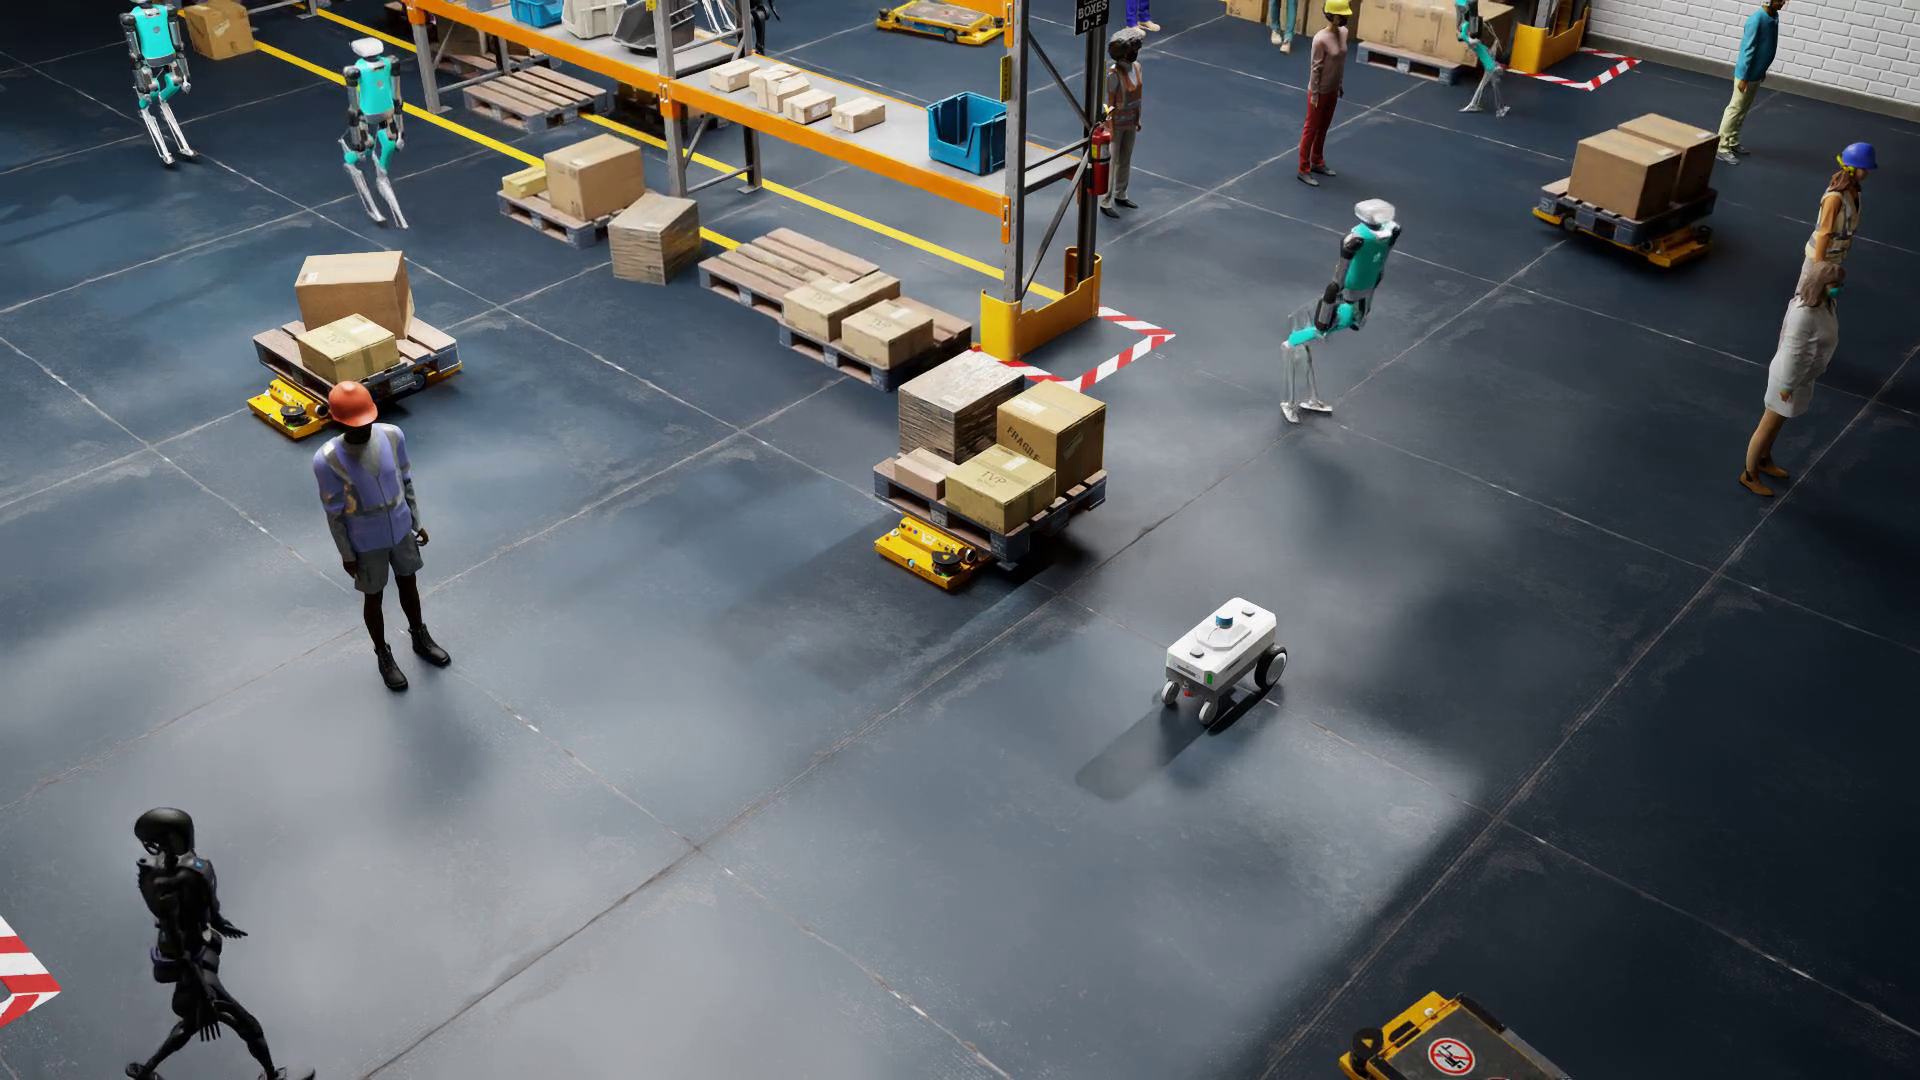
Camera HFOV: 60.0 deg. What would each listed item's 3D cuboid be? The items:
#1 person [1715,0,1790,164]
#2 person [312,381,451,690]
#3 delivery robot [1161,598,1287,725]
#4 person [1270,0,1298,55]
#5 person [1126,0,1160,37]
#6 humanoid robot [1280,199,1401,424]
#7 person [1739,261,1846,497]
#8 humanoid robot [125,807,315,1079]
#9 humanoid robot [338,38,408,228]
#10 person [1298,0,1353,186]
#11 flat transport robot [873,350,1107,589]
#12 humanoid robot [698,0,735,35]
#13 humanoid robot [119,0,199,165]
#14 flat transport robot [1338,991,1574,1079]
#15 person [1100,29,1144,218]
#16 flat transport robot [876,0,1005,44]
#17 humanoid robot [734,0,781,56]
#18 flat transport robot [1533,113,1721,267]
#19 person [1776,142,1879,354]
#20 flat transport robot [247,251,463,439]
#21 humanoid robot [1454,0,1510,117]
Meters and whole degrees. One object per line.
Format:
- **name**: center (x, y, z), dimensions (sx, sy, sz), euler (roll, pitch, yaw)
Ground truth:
- **person**: center (7.677, -4.544, 16.085), dimensions (0.325, 1.751, 0.562), euler (27, 43, 33)
- **person**: center (-3.269, -0.040, 9.401), dimensions (0.352, 1.938, 0.544), euler (27, 43, 33)
- **delivery robot**: center (1.506, 0.646, 9.597), dimensions (0.499, 0.566, 0.739), euler (27, 43, 33)
- **person**: center (3.690, -6.423, 18.762), dimensions (0.562, 1.809, 0.920), euler (4, 35, 6)
- **person**: center (2.154, -6.867, 19.251), dimensions (0.373, 1.985, 0.508), euler (27, 43, 33)
- **humanoid robot**: center (2.626, -1.678, 11.930), dimensions (0.593, 1.746, 0.797), euler (-24, 41, -30)
- **person**: center (5.616, -1.089, 11.162), dimensions (0.337, 1.659, 0.483), euler (27, 43, 33)
- **humanoid robot**: center (-3.308, 1.793, 7.035), dimensions (0.778, 1.645, 0.589), euler (-9, 36, -13)
- **humanoid robot**: center (-5.240, -3.588, 14.741), dimensions (0.840, 1.785, 0.559), euler (25, 42, 31)
- **person**: center (3.442, -4.234, 15.623), dimensions (0.302, 1.771, 0.524), euler (27, 43, 33)
- **flat transport robot**: center (0.158, -0.172, 11.059), dimensions (0.659, 0.231, 1.431), euler (27, 43, 33)
- **humanoid robot**: center (-2.809, -6.679, 19.076), dimensions (0.735, 1.677, 0.533), euler (27, 43, 33)
- **humanoid robot**: center (-7.701, -4.468, 15.871), dimensions (0.735, 1.680, 0.533), euler (27, 43, 33)
- **flat transport robot**: center (2.389, 2.528, 7.148), dimensions (0.659, 0.231, 1.431), euler (-23, 41, -30)
- **person**: center (1.462, -3.767, 15.015), dimensions (0.311, 1.690, 0.437), euler (27, 43, 33)
- **flat transport robot**: center (-0.221, -6.150, 19.721), dimensions (1.431, 0.231, 0.659), euler (19, 39, 25)
- **humanoid robot**: center (-2.203, -5.680, 17.787), dimensions (0.315, 1.657, 0.599), euler (27, 43, 33)
- **flat transport robot**: center (5.946, -2.845, 14.933), dimensions (0.659, 0.231, 1.431), euler (-23, 41, -30)
- **person**: center (6.566, -2.150, 12.595), dimensions (0.305, 1.780, 0.462), euler (27, 43, 33)
- **flat transport robot**: center (-4.566, -1.215, 12.570), dimensions (0.659, 0.231, 1.431), euler (27, 43, 33)
- **humanoid robot**: center (5.437, -5.265, 17.203), dimensions (0.920, 1.823, 0.596), euler (-1, 35, -1)
